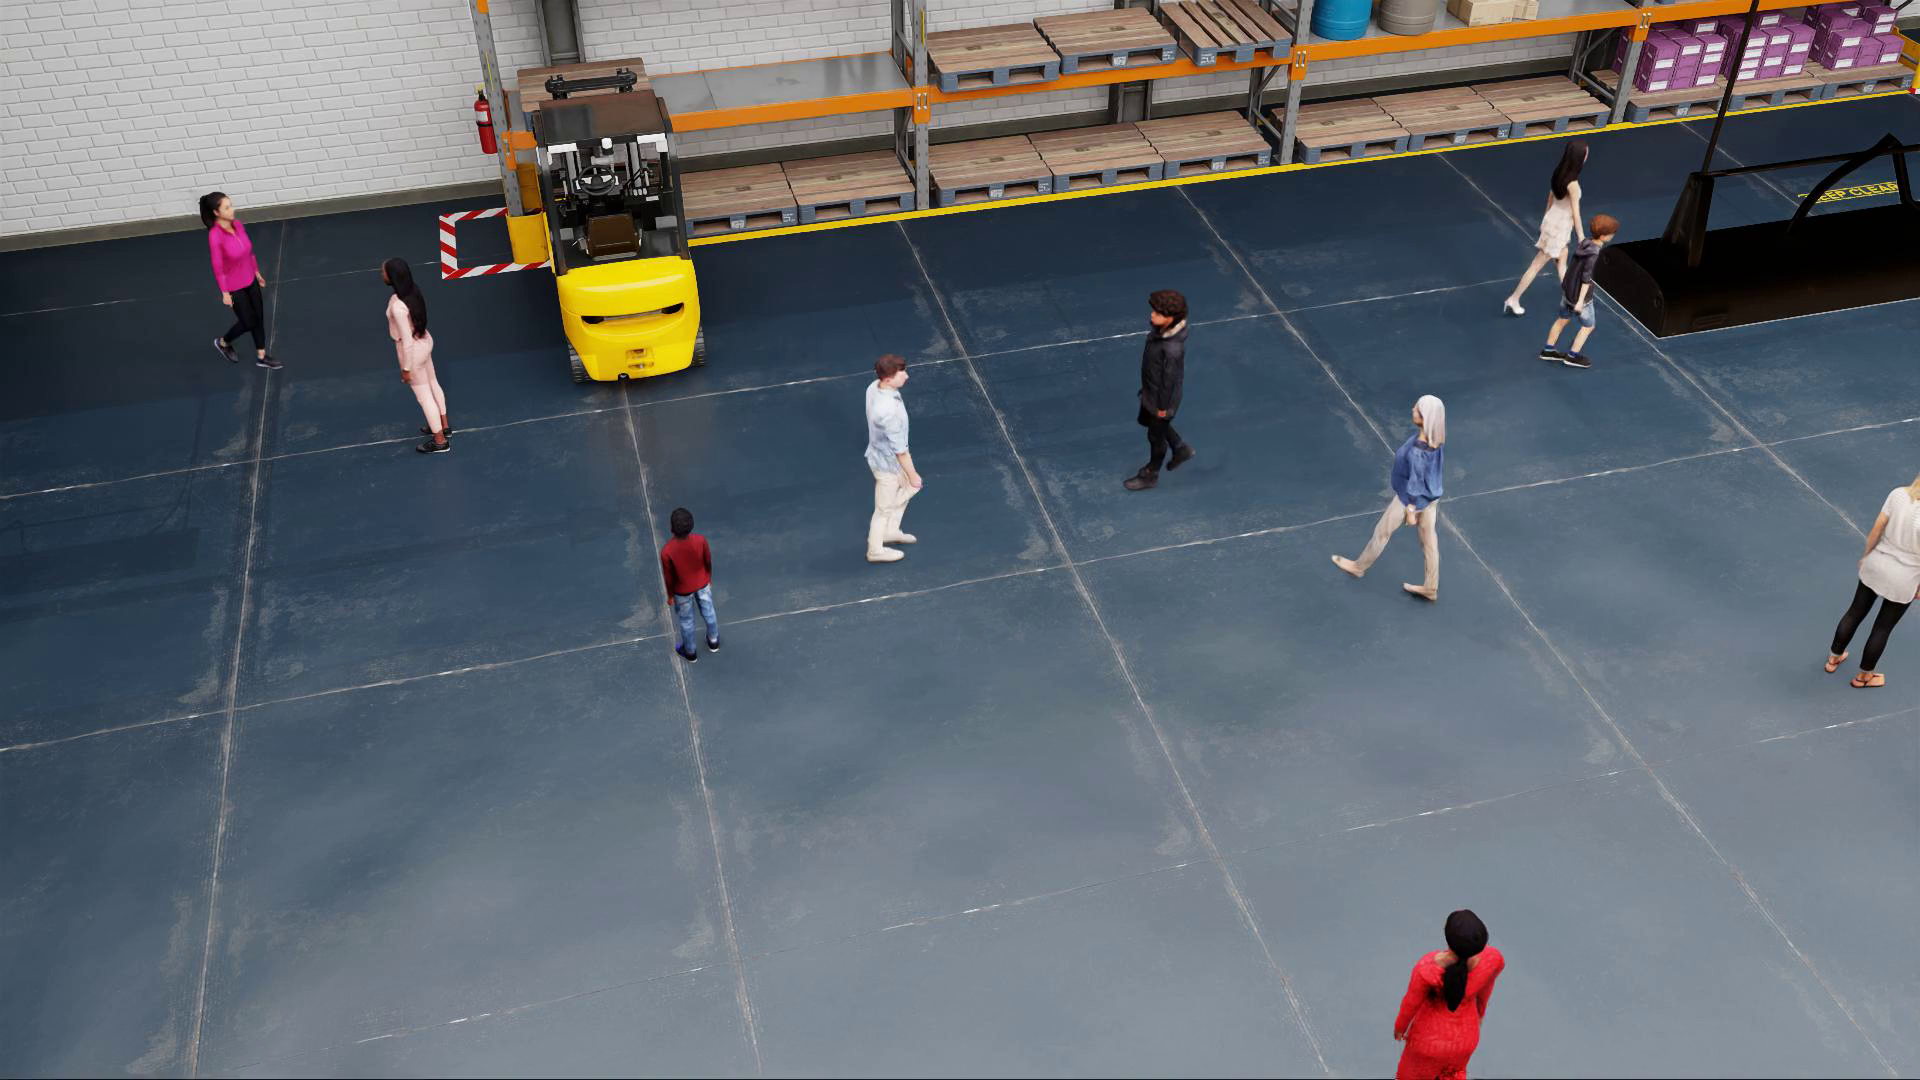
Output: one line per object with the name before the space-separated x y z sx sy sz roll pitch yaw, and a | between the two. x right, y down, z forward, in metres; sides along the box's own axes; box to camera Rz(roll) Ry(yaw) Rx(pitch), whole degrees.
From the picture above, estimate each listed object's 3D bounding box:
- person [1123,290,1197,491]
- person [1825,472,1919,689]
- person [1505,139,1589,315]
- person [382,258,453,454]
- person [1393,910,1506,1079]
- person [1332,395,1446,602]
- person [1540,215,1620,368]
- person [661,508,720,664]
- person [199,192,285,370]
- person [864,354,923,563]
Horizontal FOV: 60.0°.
person | 1.618 -1.155 12.788 0.857 1.769 0.694 -4 39 -5
person | 6.176 0.220 11.020 0.630 1.826 0.666 -22 43 -25
person | 5.228 -2.729 14.814 1.043 1.700 0.757 0 39 0
person | -4.324 -1.479 13.233 0.612 1.721 0.666 -1 39 -1
person | 2.409 2.502 8.215 0.718 1.772 0.708 -7 39 -8
person | 3.304 -0.248 11.748 1.034 1.661 1.056 29 47 31
person | 5.257 -2.140 14.293 0.709 1.430 0.635 -1 39 -1
person | -1.847 0.298 11.380 0.510 1.255 0.623 -23 44 -26
person | -6.209 -2.189 14.159 0.890 1.684 0.778 8 39 9
person | -0.612 -0.554 11.988 0.697 1.829 0.694 -7 39 -8
